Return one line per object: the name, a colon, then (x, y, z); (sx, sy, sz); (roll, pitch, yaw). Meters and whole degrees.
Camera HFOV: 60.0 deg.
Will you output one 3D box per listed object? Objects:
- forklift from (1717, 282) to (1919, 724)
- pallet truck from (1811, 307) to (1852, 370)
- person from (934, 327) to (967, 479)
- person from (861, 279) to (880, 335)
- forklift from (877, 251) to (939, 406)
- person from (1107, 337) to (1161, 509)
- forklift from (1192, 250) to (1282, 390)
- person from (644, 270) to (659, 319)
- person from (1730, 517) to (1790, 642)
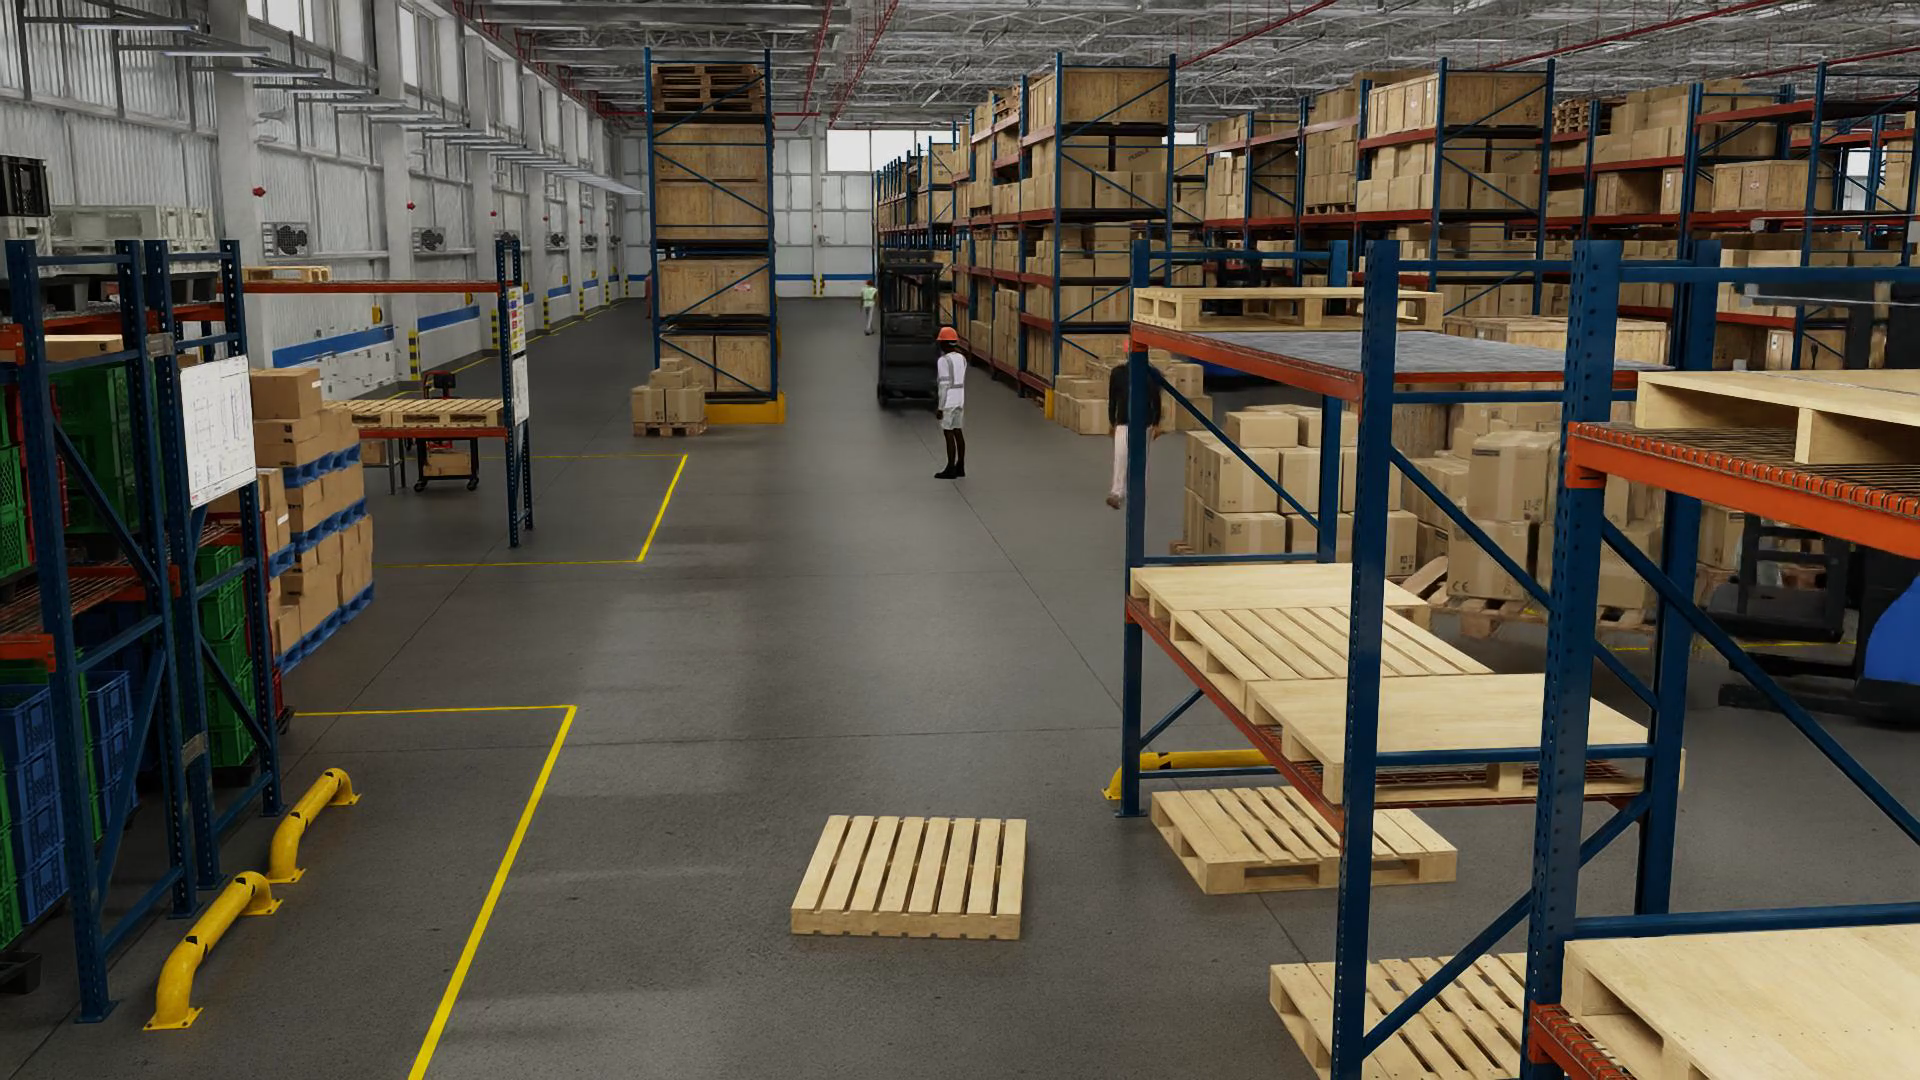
forklift: (5.990, -0.294, 10.565); (1.873, 2.768, 1.129); (5, 12, 28)
pallet truck: (15.846, -3.142, 28.793); (1.885, 1.965, 0.823); (2, 10, 12)
person: (-0.139, -1.744, 21.210); (0.375, 1.939, 0.546); (6, 12, 32)
person: (-2.880, -7.446, 53.198); (0.587, 1.803, 0.970); (4, 11, 21)
forklift: (-0.961, -3.956, 30.853); (1.129, 2.768, 1.873); (-1, 10, -6)
person: (1.939, -1.317, 18.812); (0.647, 1.942, 0.990); (4, 11, 20)
forklift: (5.681, -4.534, 34.054); (1.129, 2.768, 1.873); (9, 13, 40)
person: (-11.952, -9.525, 64.460); (0.400, 1.894, 0.652); (9, 14, 42)
person: (6.027, -0.160, 12.485); (0.503, 1.915, 0.663); (3, 11, 16)
